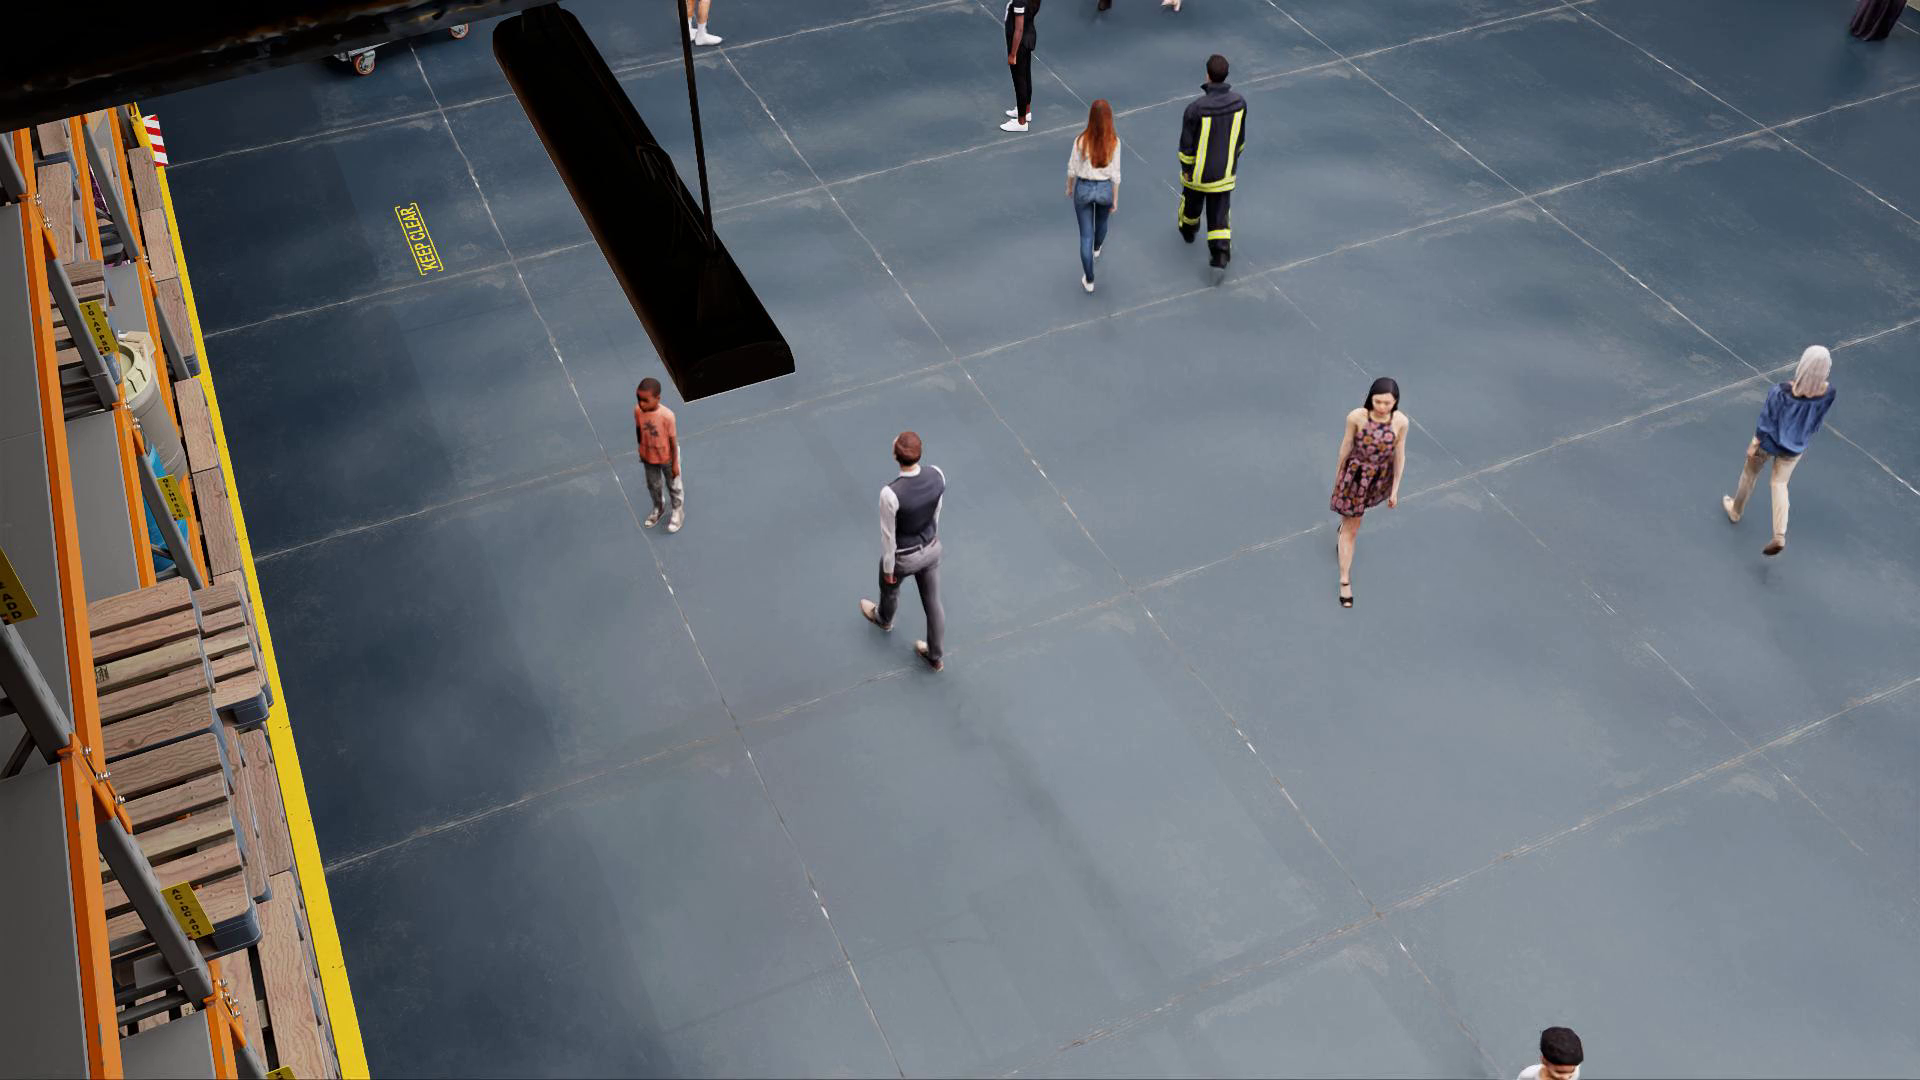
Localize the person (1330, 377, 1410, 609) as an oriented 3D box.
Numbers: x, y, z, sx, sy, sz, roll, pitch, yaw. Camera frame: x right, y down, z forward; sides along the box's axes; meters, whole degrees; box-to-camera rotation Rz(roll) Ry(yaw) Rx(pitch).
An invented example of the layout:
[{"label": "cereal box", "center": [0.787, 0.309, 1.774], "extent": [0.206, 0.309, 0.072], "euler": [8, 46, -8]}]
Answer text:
[{"label": "person", "center": [2.813, -0.474, 11.557], "extent": [0.923, 1.737, 1.136], "euler": [2, 44, 2]}]

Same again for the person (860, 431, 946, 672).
[{"label": "person", "center": [-0.255, 0.129, 10.798], "extent": [0.764, 1.912, 1.059], "euler": [-25, 49, -24]}]

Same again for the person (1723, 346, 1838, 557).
[{"label": "person", "center": [5.809, -0.608, 11.743], "extent": [0.904, 1.674, 1.116], "euler": [1, 44, 1]}]

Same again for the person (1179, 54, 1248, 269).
[{"label": "person", "center": [2.195, -3.212, 14.319], "extent": [0.970, 1.893, 1.290], "euler": [-8, 44, -8]}]

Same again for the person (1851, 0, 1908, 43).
[{"label": "person", "center": [9.796, -6.051, 17.502], "extent": [0.747, 1.612, 0.783], "euler": [-21, 48, -21]}]

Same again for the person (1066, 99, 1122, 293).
[{"label": "person", "center": [1.140, -2.882, 14.113], "extent": [0.878, 1.698, 1.109], "euler": [-1, 44, -1]}]

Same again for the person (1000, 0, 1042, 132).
[{"label": "person", "center": [0.594, -4.803, 16.107], "extent": [0.779, 1.729, 0.708], "euler": [11, 45, 11]}]

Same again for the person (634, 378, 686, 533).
[{"label": "person", "center": [-2.155, -0.650, 12.054], "extent": [0.584, 1.306, 0.643], "euler": [14, 45, 14]}]

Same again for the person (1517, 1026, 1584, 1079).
[{"label": "person", "center": [2.905, 2.823, 8.468], "extent": [0.710, 1.225, 0.930], "euler": [-1, 44, -2]}]

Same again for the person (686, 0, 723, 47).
[{"label": "person", "center": [-2.800, -6.025, 17.367], "extent": [0.694, 1.760, 0.558], "euler": [-20, 47, -20]}]
